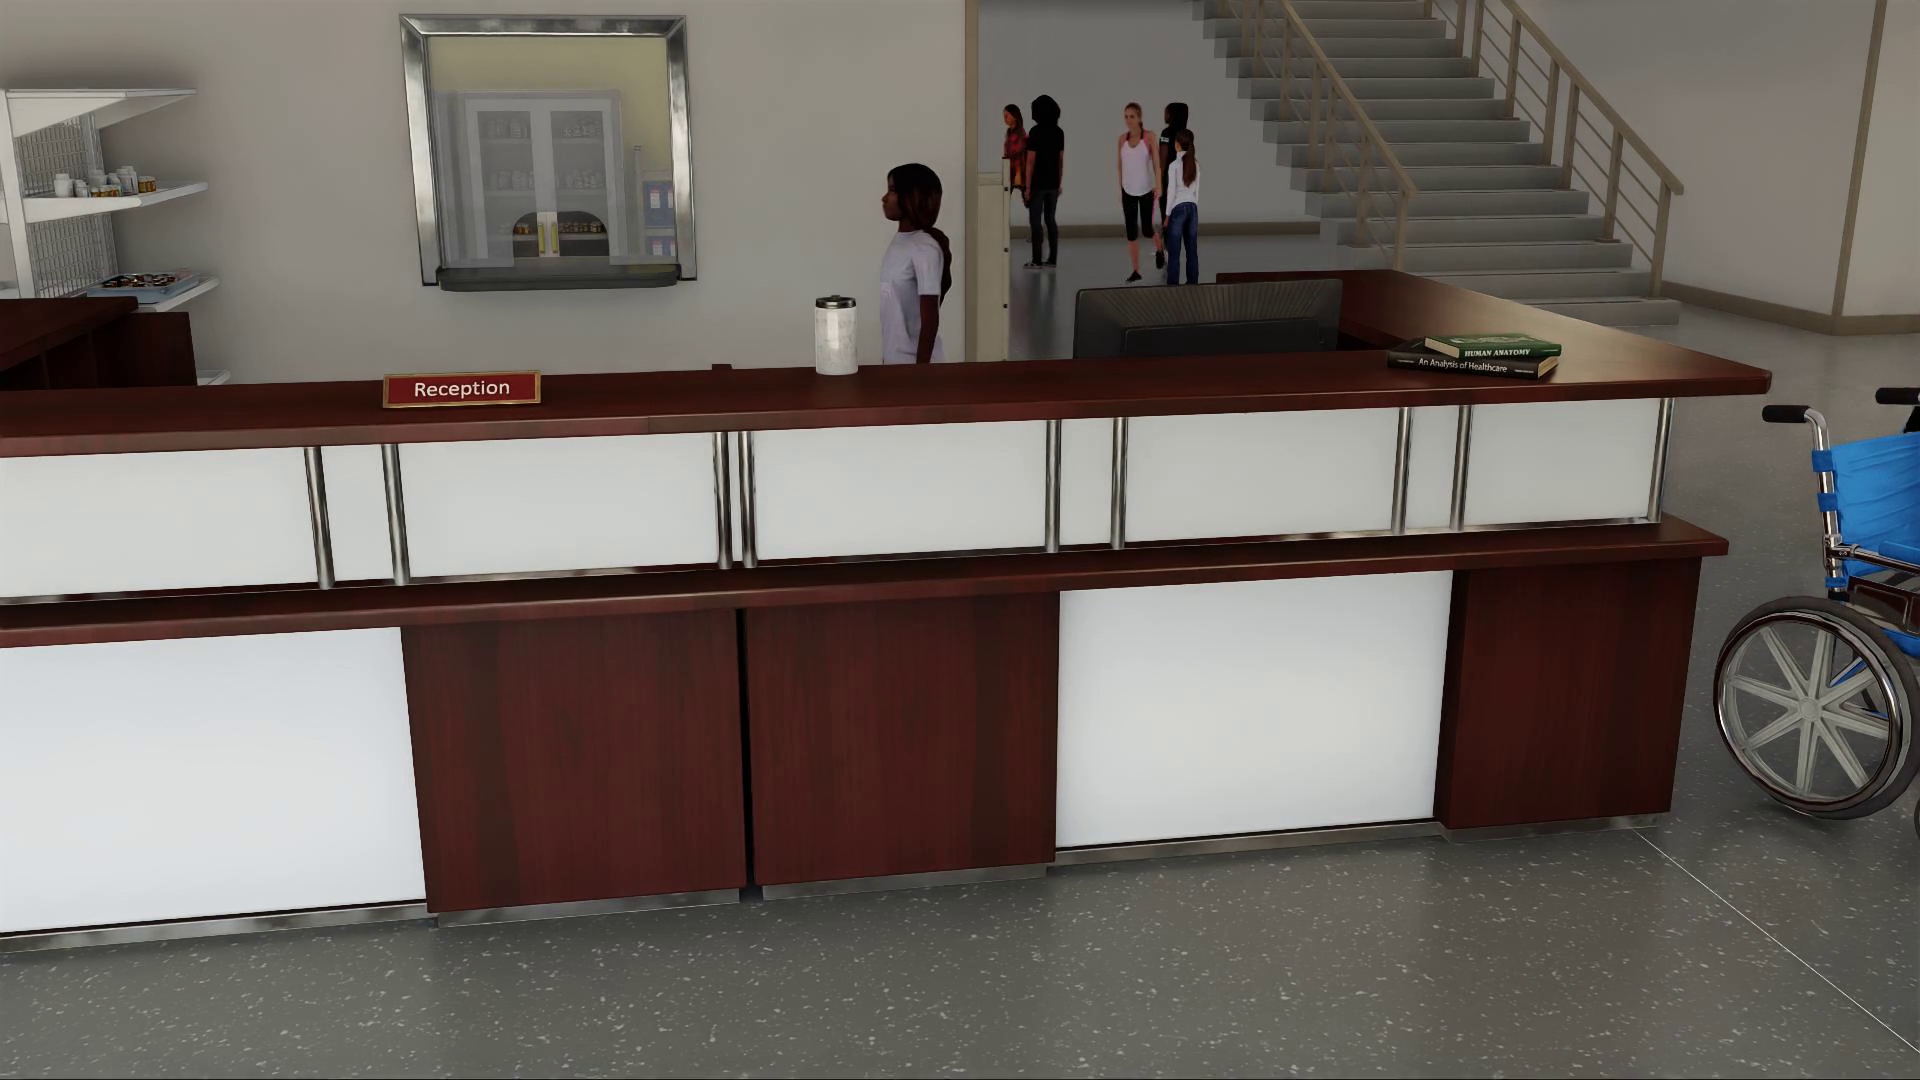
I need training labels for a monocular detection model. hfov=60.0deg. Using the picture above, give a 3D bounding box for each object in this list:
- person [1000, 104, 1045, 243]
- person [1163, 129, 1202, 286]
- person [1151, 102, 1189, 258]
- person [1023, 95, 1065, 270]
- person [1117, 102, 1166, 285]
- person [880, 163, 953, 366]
[{"bbox_3d":[0.773,-4.359,20.057,1.004,1.636,1.161,-9,18,-28],"label":"person"},{"bbox_3d":[2.088,-3.061,15.595,0.598,1.559,0.618,-9,18,-29],"label":"person"},{"bbox_3d":[2.431,-4.132,19.082,0.753,1.730,0.706,13,20,38],"label":"person"},{"bbox_3d":[0.910,-3.848,17.871,0.703,1.827,0.677,-11,19,-34],"label":"person"},{"bbox_3d":[1.826,-3.390,16.612,1.000,1.641,1.082,8,17,25],"label":"person"},{"bbox_3d":[-0.196,-0.666,6.807,0.686,1.719,0.530,-6,17,-21],"label":"person"}]
